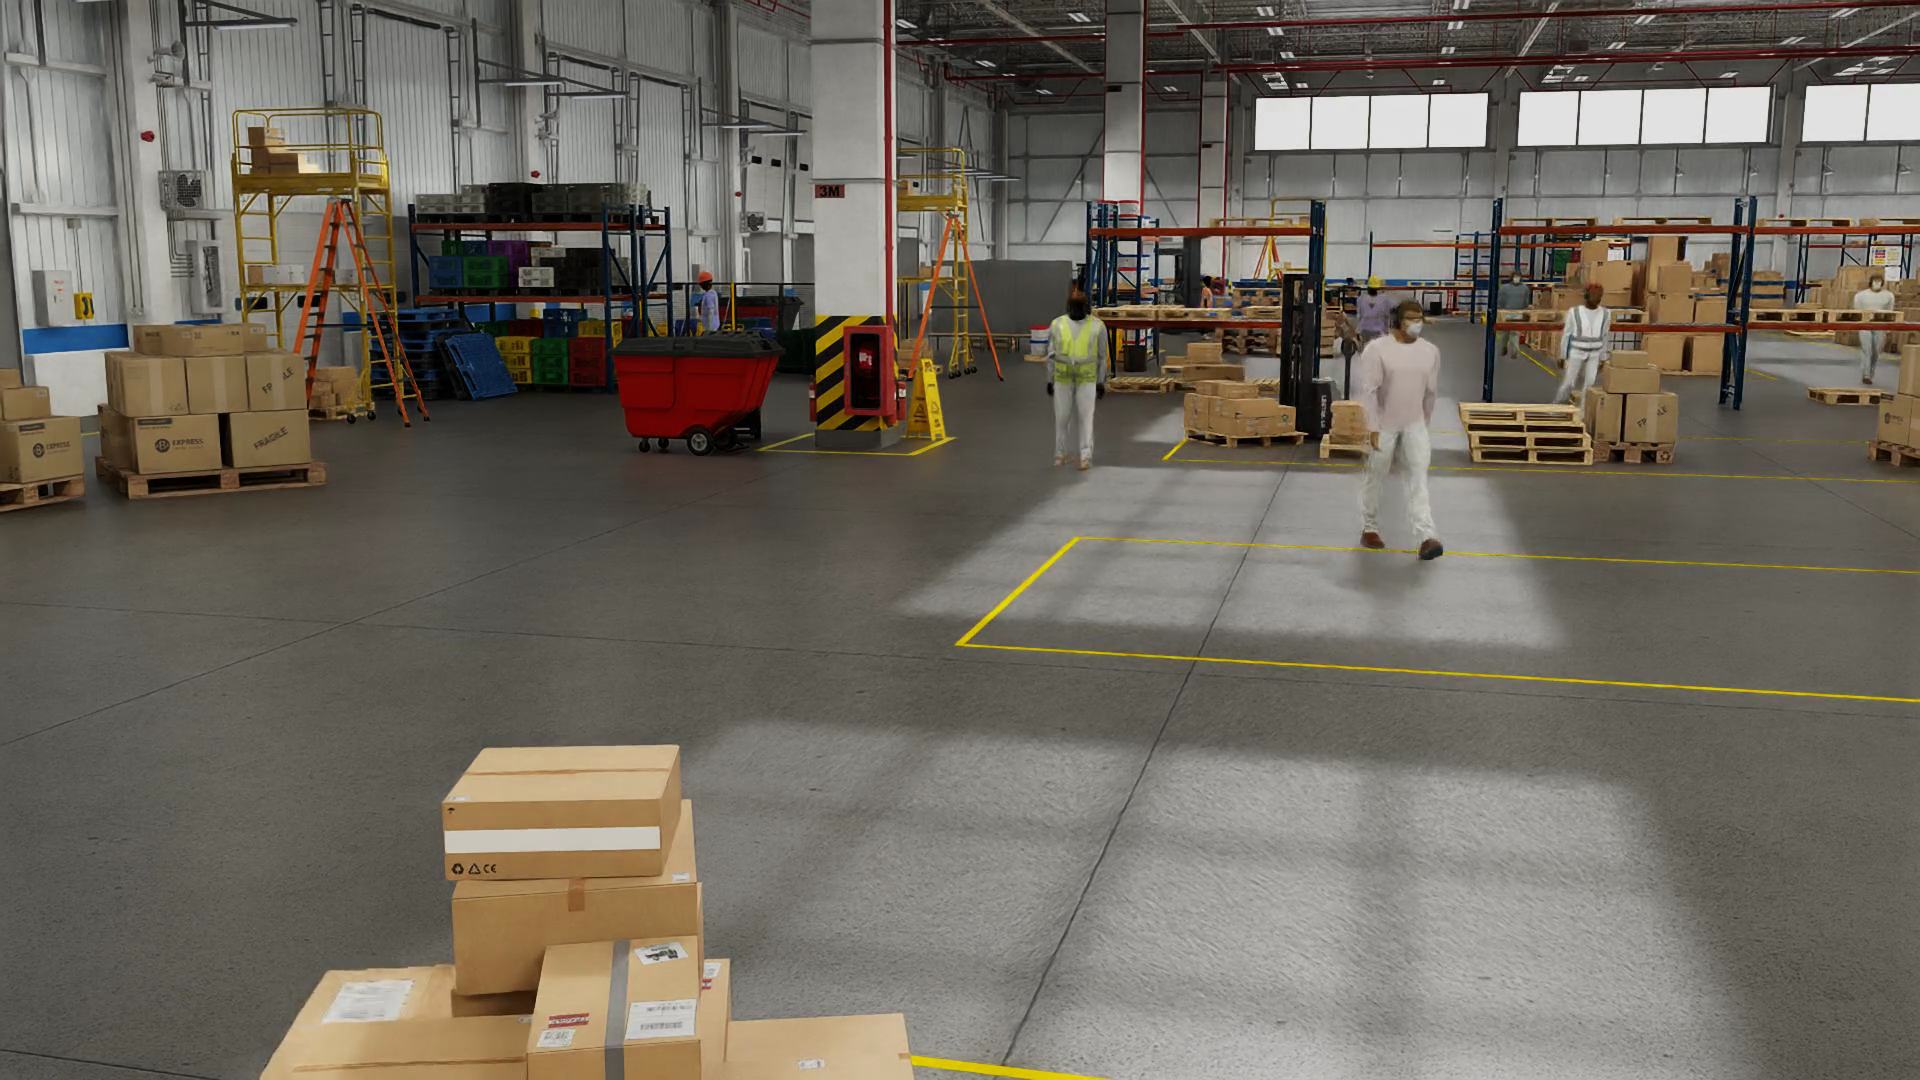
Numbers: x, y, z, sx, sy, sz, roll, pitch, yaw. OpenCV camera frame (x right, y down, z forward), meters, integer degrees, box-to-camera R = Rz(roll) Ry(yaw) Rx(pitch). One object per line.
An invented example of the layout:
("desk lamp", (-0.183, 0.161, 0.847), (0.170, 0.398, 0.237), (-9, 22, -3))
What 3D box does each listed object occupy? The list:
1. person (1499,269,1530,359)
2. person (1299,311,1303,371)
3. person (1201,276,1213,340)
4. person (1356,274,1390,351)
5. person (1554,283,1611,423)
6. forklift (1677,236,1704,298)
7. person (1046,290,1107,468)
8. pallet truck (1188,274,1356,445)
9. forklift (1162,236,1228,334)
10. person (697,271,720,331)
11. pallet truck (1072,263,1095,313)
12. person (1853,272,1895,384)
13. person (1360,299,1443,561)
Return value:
("person", (11.938, -4.868, 35.873), (0.642, 1.927, 0.647), (2, 10, 10))
("person", (6.704, -4.088, 31.851), (0.486, 1.737, 0.332), (-9, 13, -42))
("person", (6.512, -6.113, 43.877), (0.316, 1.695, 0.542), (2, 10, 14))
("person", (7.246, -3.719, 29.225), (0.593, 1.895, 0.593), (3, 10, 18))
("person", (8.032, -2.386, 21.472), (0.599, 1.861, 0.618), (0, 10, -3))
("forklift", (21.477, -7.798, 50.317), (1.129, 2.768, 1.873), (-4, 10, -23))
("person", (1.194, -1.657, 17.219), (0.633, 1.840, 0.429), (2, 10, 12))
("pallet truck", (3.653, -2.138, 19.590), (1.885, 1.965, 0.823), (-4, 10, -20))
("forklift", (6.533, -7.204, 46.819), (1.873, 2.768, 1.129), (-1, 10, -6))
("person", (-4.456, -3.788, 29.500), (0.374, 1.932, 0.542), (0, 10, -1))
("pallet truck", (4.325, -8.180, 55.162), (0.823, 1.965, 1.885), (6, 11, 31))
("person", (15.763, -3.657, 28.758), (0.633, 1.923, 0.586), (3, 10, 17))
("person", (3.210, -0.806, 12.115), (0.641, 1.878, 1.051), (-1, 10, -8))
